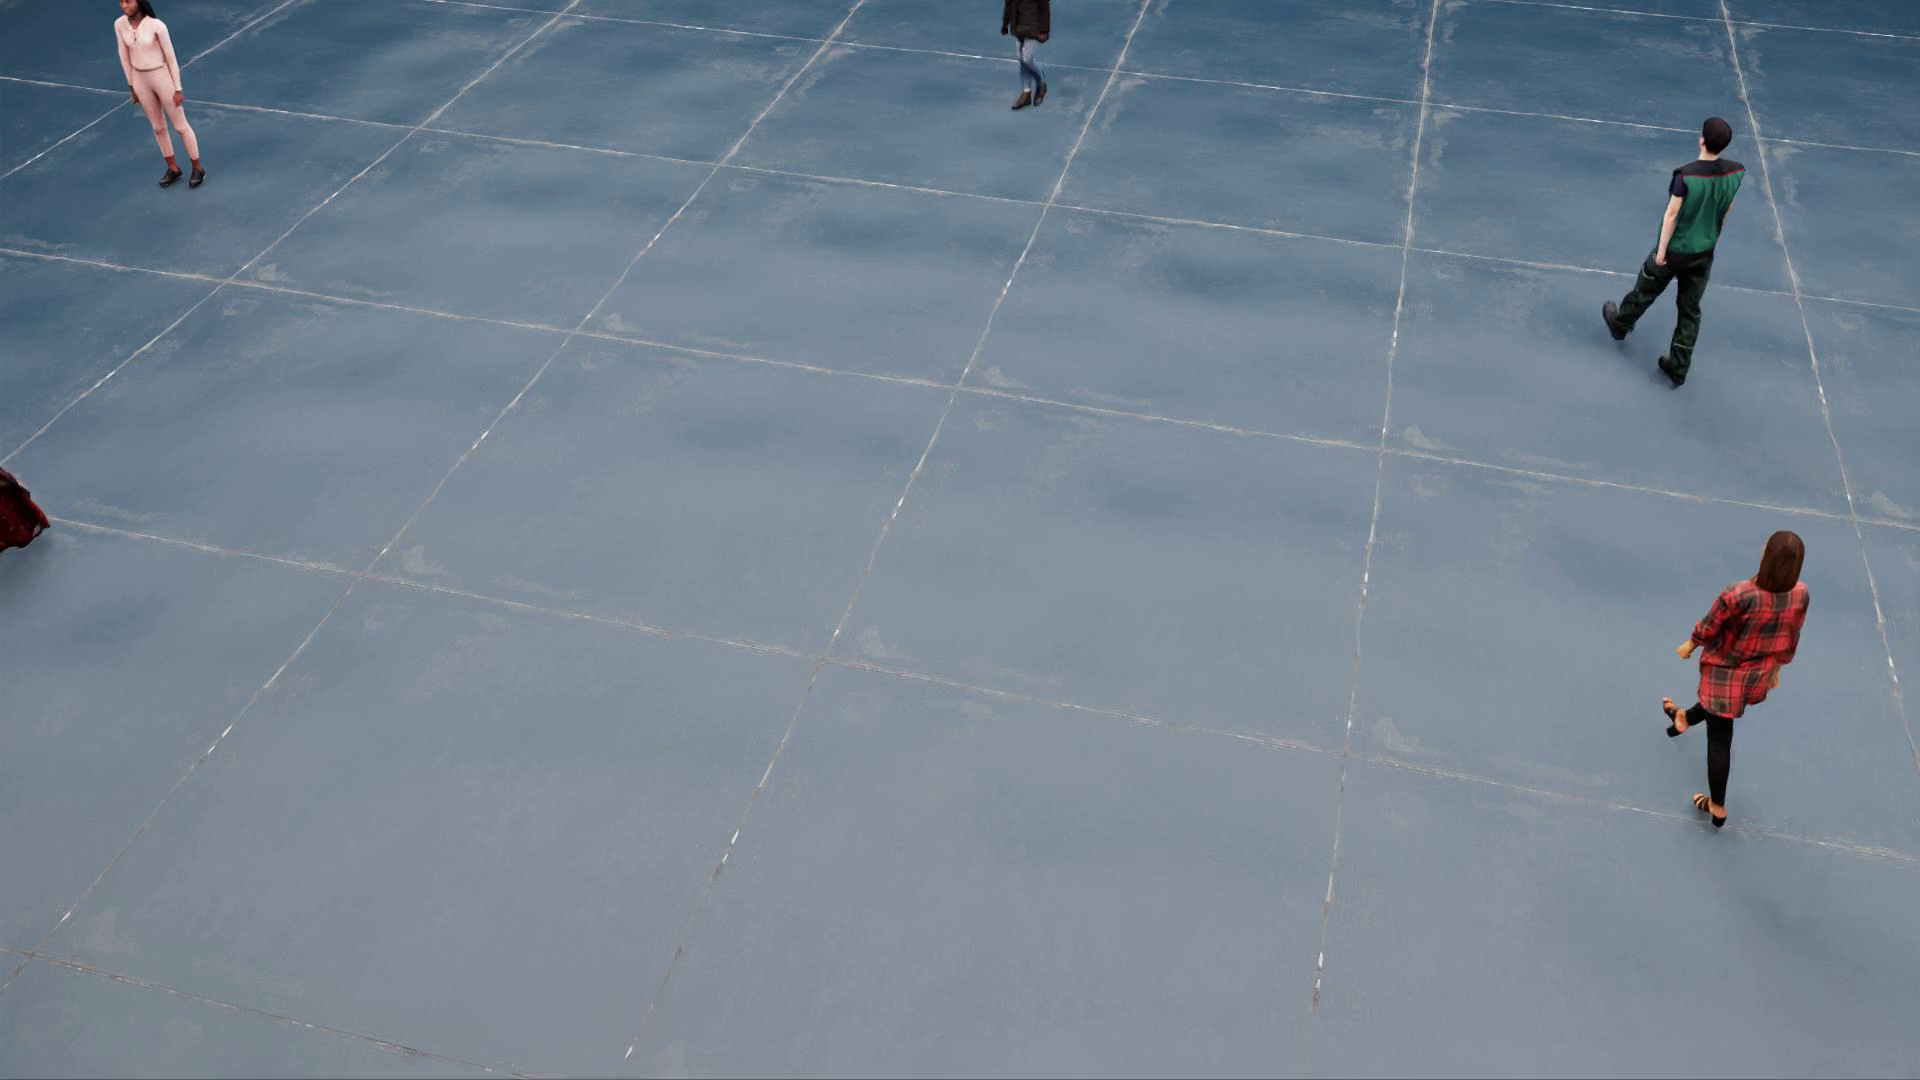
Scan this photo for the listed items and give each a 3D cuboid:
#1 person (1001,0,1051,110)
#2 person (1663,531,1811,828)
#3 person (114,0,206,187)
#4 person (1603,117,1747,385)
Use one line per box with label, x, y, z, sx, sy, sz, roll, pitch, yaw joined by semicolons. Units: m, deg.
person;0.671;-4.796;15.366;0.786;1.628;0.752;-31;48;-34
person;3.897;0.724;8.288;0.904;1.655;1.157;-6;38;-7
person;-6.787;-3.838;14.065;0.652;1.722;0.597;3;38;3
person;5.092;-1.964;11.562;0.994;1.855;1.251;-6;38;-7
